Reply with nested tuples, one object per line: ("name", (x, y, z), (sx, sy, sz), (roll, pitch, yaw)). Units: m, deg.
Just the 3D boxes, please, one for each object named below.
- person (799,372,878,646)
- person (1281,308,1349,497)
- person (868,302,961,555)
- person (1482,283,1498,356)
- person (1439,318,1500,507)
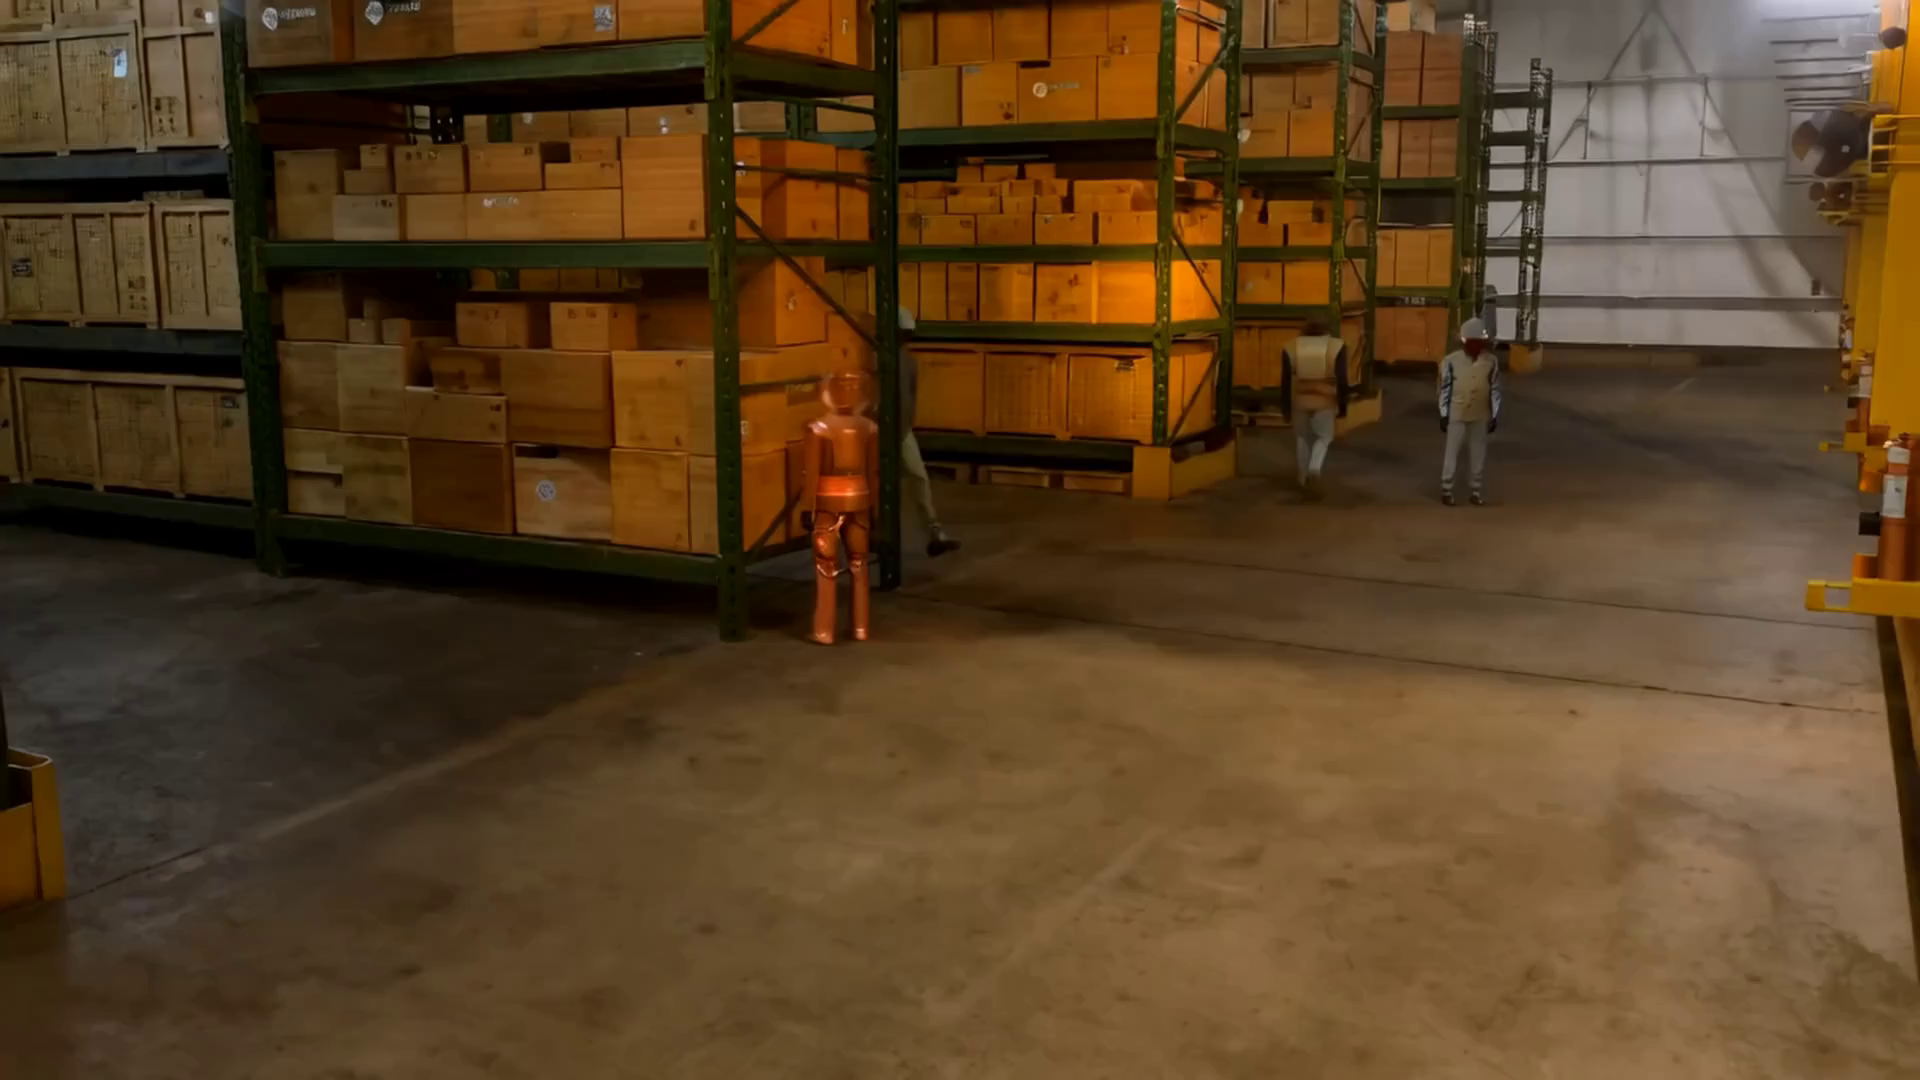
("person", (-0.708, -0.180, 9.908), (0.523, 1.632, 0.314), (-6, 12, -33))
("person", (3.369, -1.305, 15.891), (0.626, 1.818, 0.746), (5, 11, 26))
("person", (-0.423, -0.824, 12.697), (0.937, 1.950, 0.617), (7, 12, 36))
("person", (10.280, -4.115, 32.361), (0.323, 1.741, 0.491), (8, 12, 38))
("person", (4.679, -1.163, 15.266), (0.566, 1.744, 0.349), (-1, 10, -5))
